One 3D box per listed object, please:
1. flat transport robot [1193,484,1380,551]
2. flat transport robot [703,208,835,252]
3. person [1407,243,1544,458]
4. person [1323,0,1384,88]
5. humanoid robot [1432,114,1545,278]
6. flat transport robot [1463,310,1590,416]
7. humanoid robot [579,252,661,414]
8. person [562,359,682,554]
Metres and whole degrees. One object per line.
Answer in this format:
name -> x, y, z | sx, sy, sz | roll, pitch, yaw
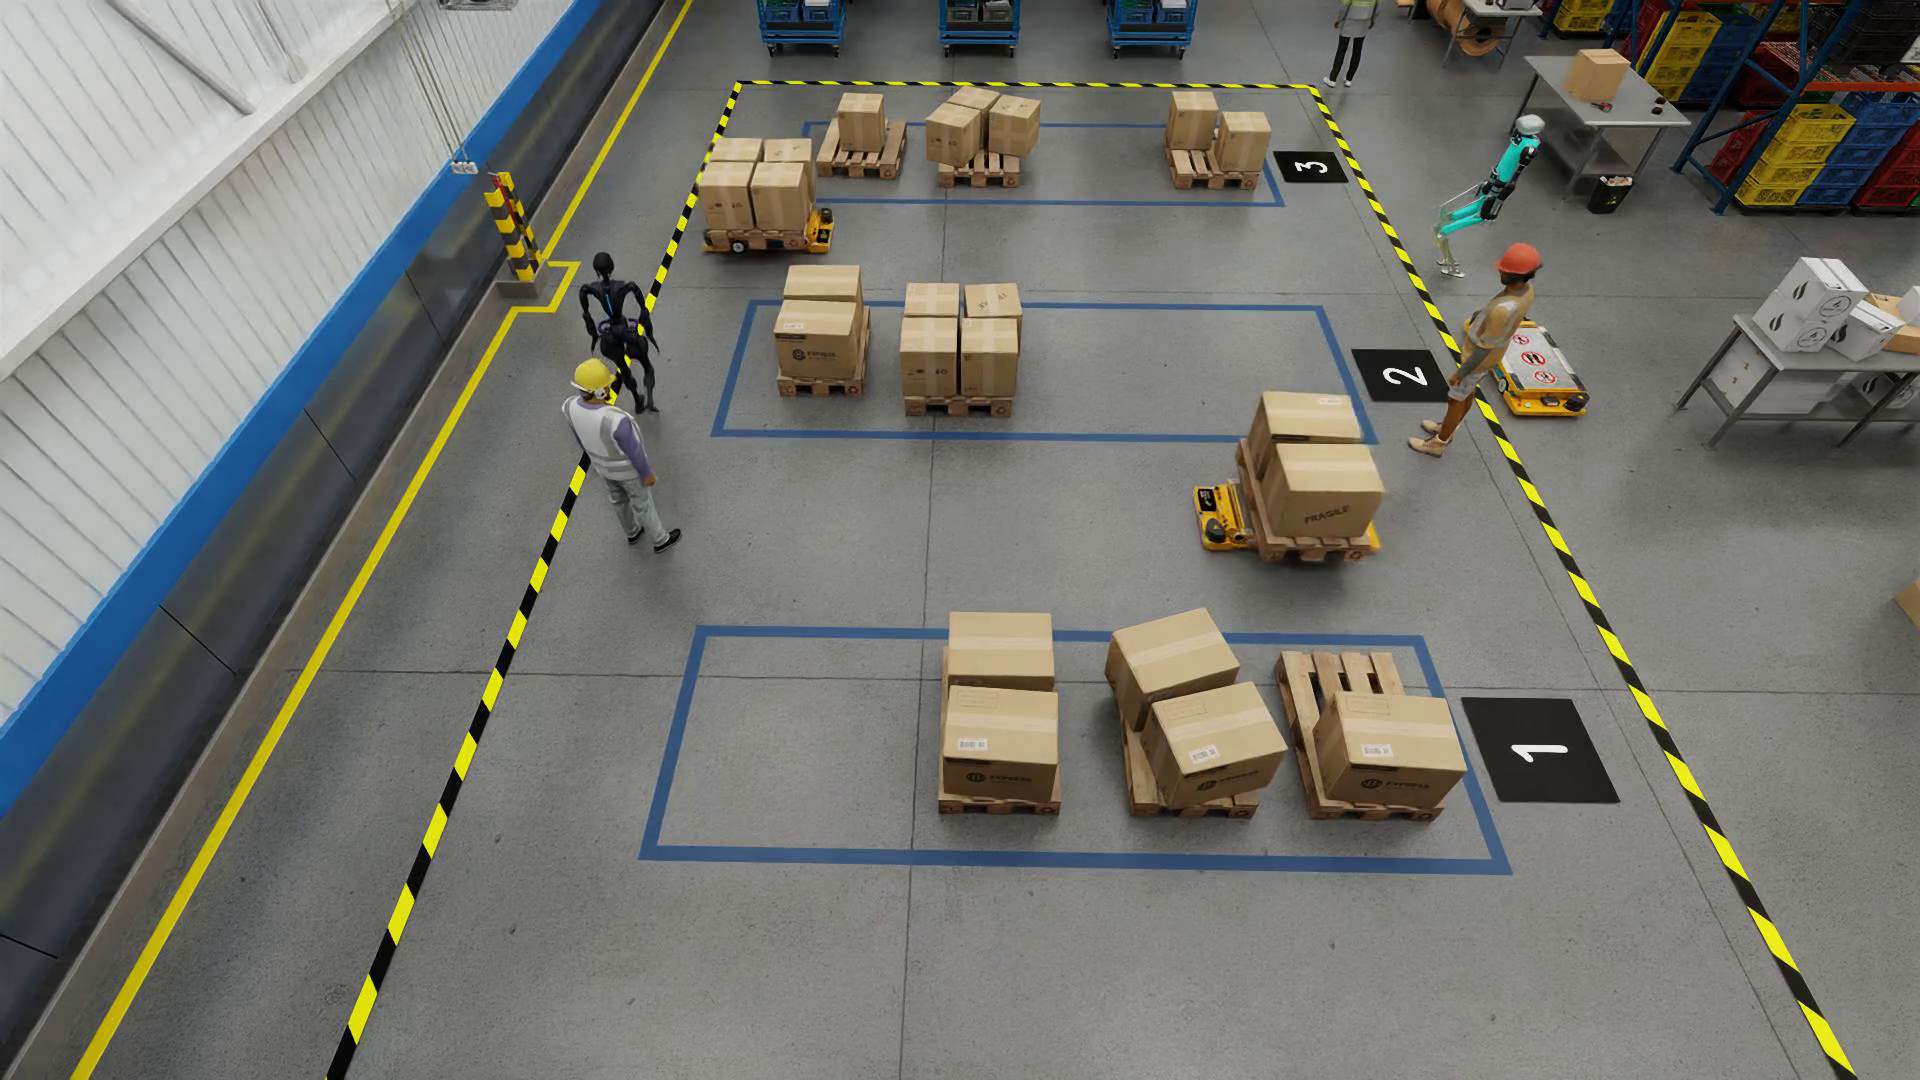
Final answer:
flat transport robot -> 2.738, -0.220, 7.705 | 1.431, 0.197, 0.652 | 1, 49, 1
flat transport robot -> -2.211, -3.611, 10.640 | 1.431, 0.197, 0.652 | 1, 49, 1
person -> 4.335, -1.552, 7.711 | 0.386, 2.034, 0.604 | 35, 58, 27
person -> 5.561, -7.324, 12.825 | 0.589, 1.852, 0.366 | 0, 49, 0
humanoid robot -> 5.360, -3.581, 9.570 | 0.735, 1.680, 0.533 | 9, 50, 8
flat transport robot -> 5.573, -1.757, 9.054 | 0.659, 0.231, 1.431 | 1, 49, 1
humanoid robot -> -3.017, -1.753, 8.123 | 0.606, 1.647, 0.477 | -8, 50, -7
person -> -2.595, -0.603, 7.028 | 0.586, 1.821, 0.404 | 21, 52, 17
